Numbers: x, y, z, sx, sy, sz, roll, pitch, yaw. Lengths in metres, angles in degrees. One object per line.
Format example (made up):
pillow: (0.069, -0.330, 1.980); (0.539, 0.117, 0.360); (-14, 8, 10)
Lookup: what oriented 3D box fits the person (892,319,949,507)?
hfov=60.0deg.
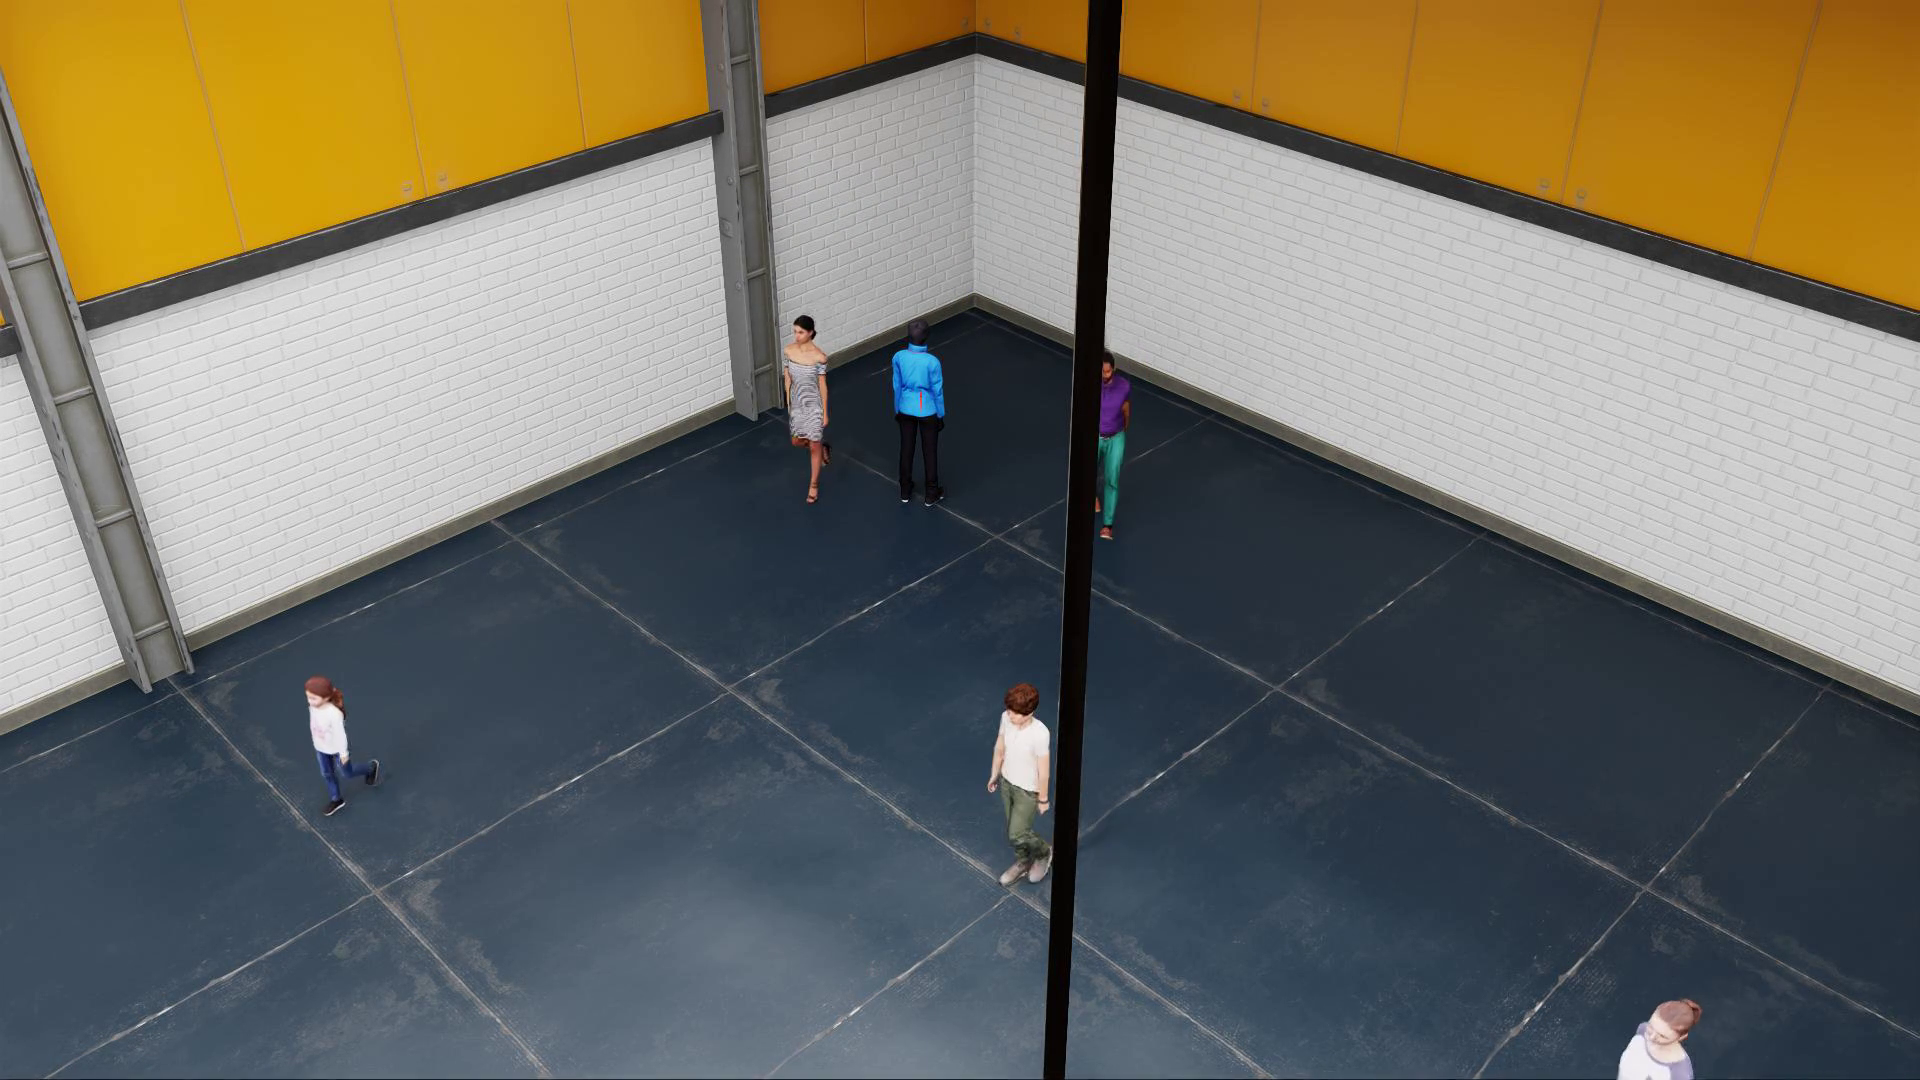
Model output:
person: (-0.372, -1.123, 14.627); (0.694, 1.794, 0.679); (11, 35, 16)

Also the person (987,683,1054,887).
person: (0.461, 1.548, 10.744); (0.677, 1.644, 0.607); (-24, 41, -32)

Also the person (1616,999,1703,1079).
person: (3.574, 2.957, 8.532); (0.900, 1.746, 0.806); (-4, 34, -6)

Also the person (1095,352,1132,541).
person: (1.232, -0.915, 14.383); (1.157, 1.717, 1.211); (-2, 34, -3)

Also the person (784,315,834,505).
person: (-1.285, -1.189, 14.712); (0.751, 1.810, 0.880); (14, 36, 20)

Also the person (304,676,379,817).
person: (-4.301, 1.381, 11.487); (0.553, 1.099, 0.742); (18, 38, 25)
